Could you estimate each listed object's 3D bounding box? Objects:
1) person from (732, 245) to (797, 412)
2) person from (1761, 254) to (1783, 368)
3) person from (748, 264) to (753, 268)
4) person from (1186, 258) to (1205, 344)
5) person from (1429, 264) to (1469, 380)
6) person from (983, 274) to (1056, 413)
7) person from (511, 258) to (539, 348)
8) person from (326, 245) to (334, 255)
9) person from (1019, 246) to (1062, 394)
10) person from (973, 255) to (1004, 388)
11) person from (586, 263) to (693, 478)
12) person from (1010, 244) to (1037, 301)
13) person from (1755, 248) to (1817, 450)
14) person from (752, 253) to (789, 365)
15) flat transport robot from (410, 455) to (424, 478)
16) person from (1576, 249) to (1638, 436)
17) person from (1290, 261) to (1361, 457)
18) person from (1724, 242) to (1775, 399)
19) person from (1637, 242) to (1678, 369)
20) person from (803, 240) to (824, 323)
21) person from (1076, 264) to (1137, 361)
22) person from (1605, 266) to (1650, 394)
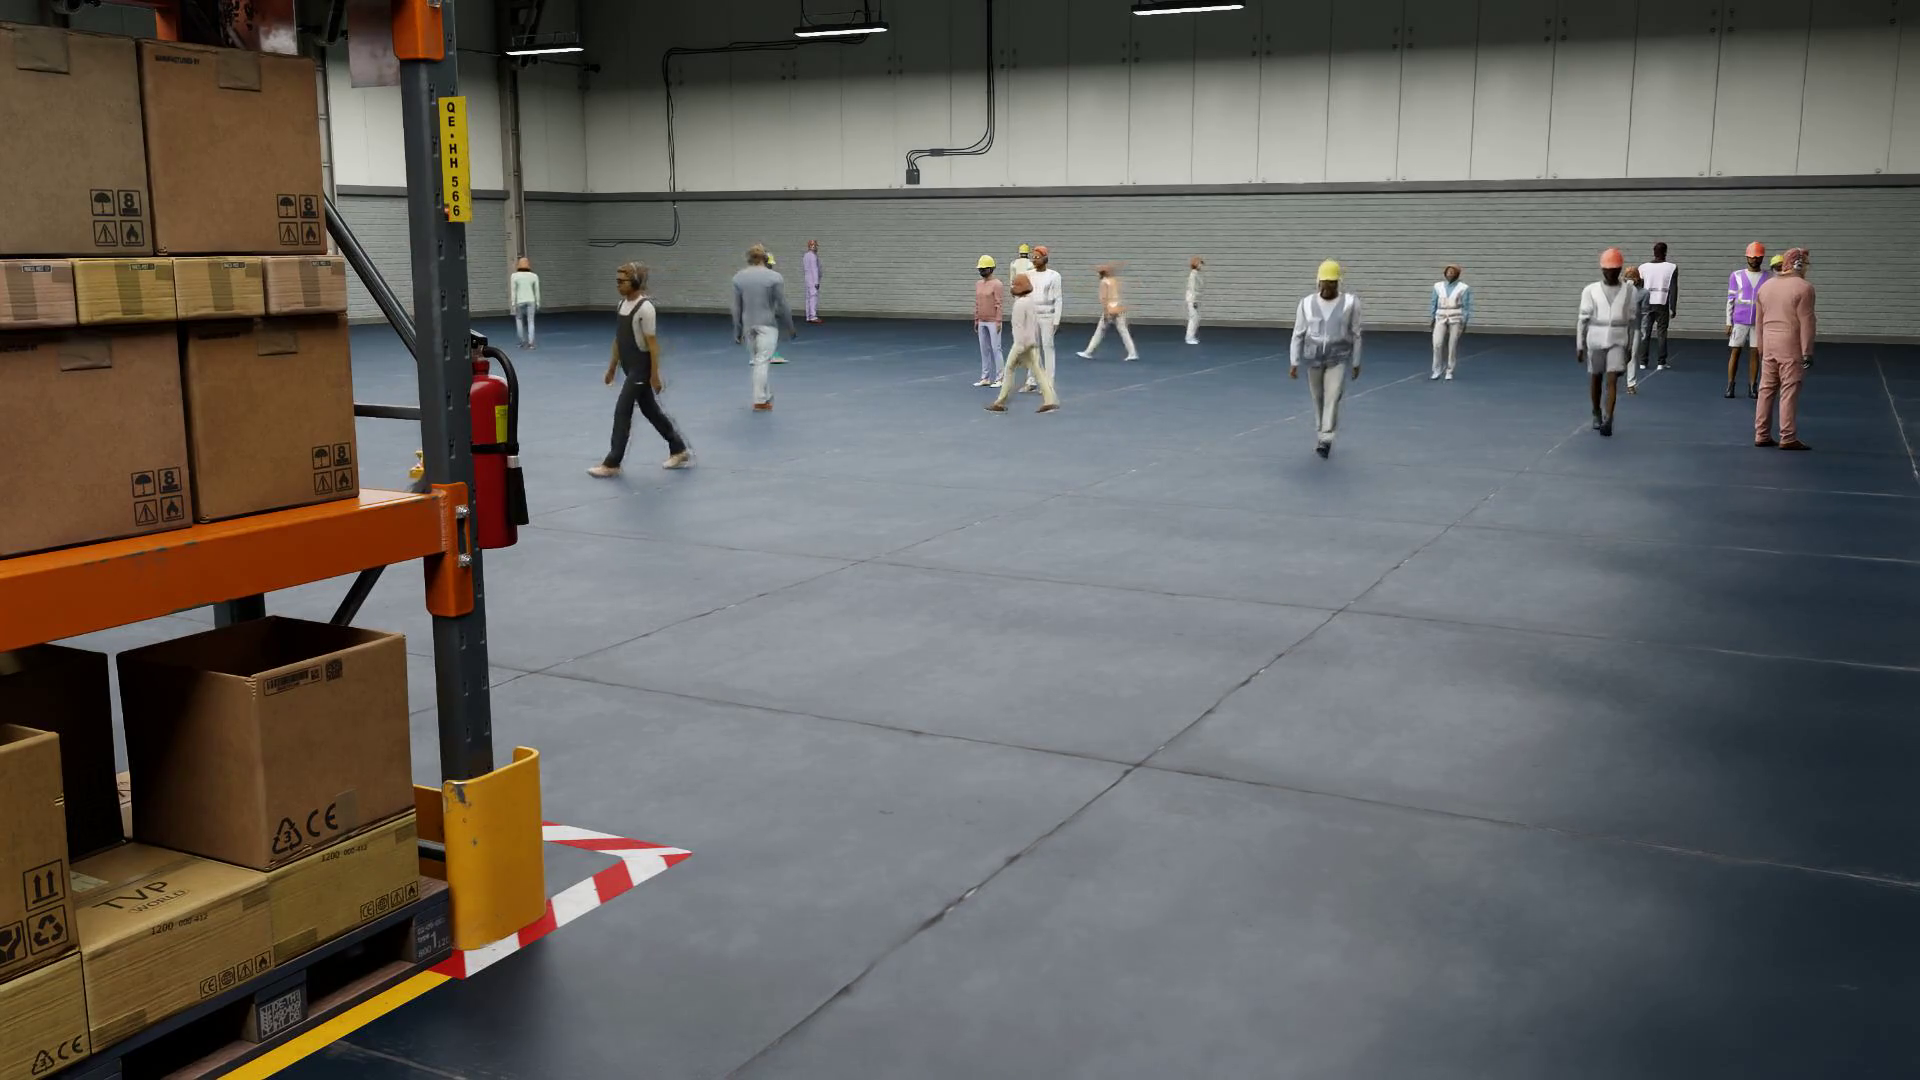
[{"bbox_3d":[-2.264,-2.453,19.337,0.660,1.889,0.946,4,11,22],"label":"person"},{"bbox_3d":[12.267,-3.420,25.005,0.520,1.736,0.836,5,11,24],"label":"person"},{"bbox_3d":[-4.675,-5.924,38.668,0.487,1.741,0.312,4,11,22],"label":"person"},{"bbox_3d":[4.373,-4.435,30.894,0.380,1.607,0.584,4,11,21],"label":"person"},{"bbox_3d":[6.787,-3.025,23.172,0.546,1.607,0.688,5,12,27],"label":"person"},{"bbox_3d":[0.717,-2.226,18.908,0.850,1.587,0.517,4,11,22],"label":"person"},{"bbox_3d":[-7.869,-4.279,30.061,0.526,1.602,0.726,-5,11,-25],"label":"person"},{"bbox_3d":[-8.355,-2.948,22.018,0.434,1.889,0.674,-4,11,-19],"label":"person"},{"bbox_3d":[1.029,-2.797,21.229,0.575,1.883,0.362,8,13,37],"label":"person"},{"bbox_3d":[0.369,-2.909,22.192,0.350,1.759,0.522,-9,14,-40],"label":"person"},{"bbox_3d":[-2.703,-1.447,14.117,0.992,1.806,0.507,-6,12,-32],"label":"person"},{"bbox_3d":[1.335,-5.190,34.402,0.593,1.837,0.404,4,11,19],"label":"person"},{"bbox_3d":[7.847,-1.804,15.767,0.406,1.902,0.637,-4,11,-19],"label":"person"},{"bbox_3d":[-2.935,-3.576,25.833,0.700,1.739,0.560,-1,10,-3],"label":"person"},{"bbox_3d":[-4.255,-0.725,14.324,0.652,0.197,1.431,-1,10,-6],"label":"flat transport robot"},{"bbox_3d":[6.612,-2.024,17.032,0.558,1.882,1.052,4,11,19],"label":"person"},{"bbox_3d":[3.361,-1.669,15.354,0.619,1.778,0.943,4,11,21],"label":"person"},{"bbox_3d":[9.812,-2.722,20.666,0.544,1.939,0.354,3,11,18],"label":"person"},{"bbox_3d":[10.552,-3.540,25.211,0.587,1.908,0.391,7,13,35],"label":"person"},{"bbox_3d":[-3.391,-5.984,38.530,0.410,1.913,0.643,-5,11,-24],"label":"person"},{"bbox_3d":[2.400,-3.651,26.786,1.000,1.546,0.529,5,12,26],"label":"person"},{"bbox_3d":[8.531,-2.682,21.280,0.498,1.633,0.286,4,11,23],"label":"person"}]
